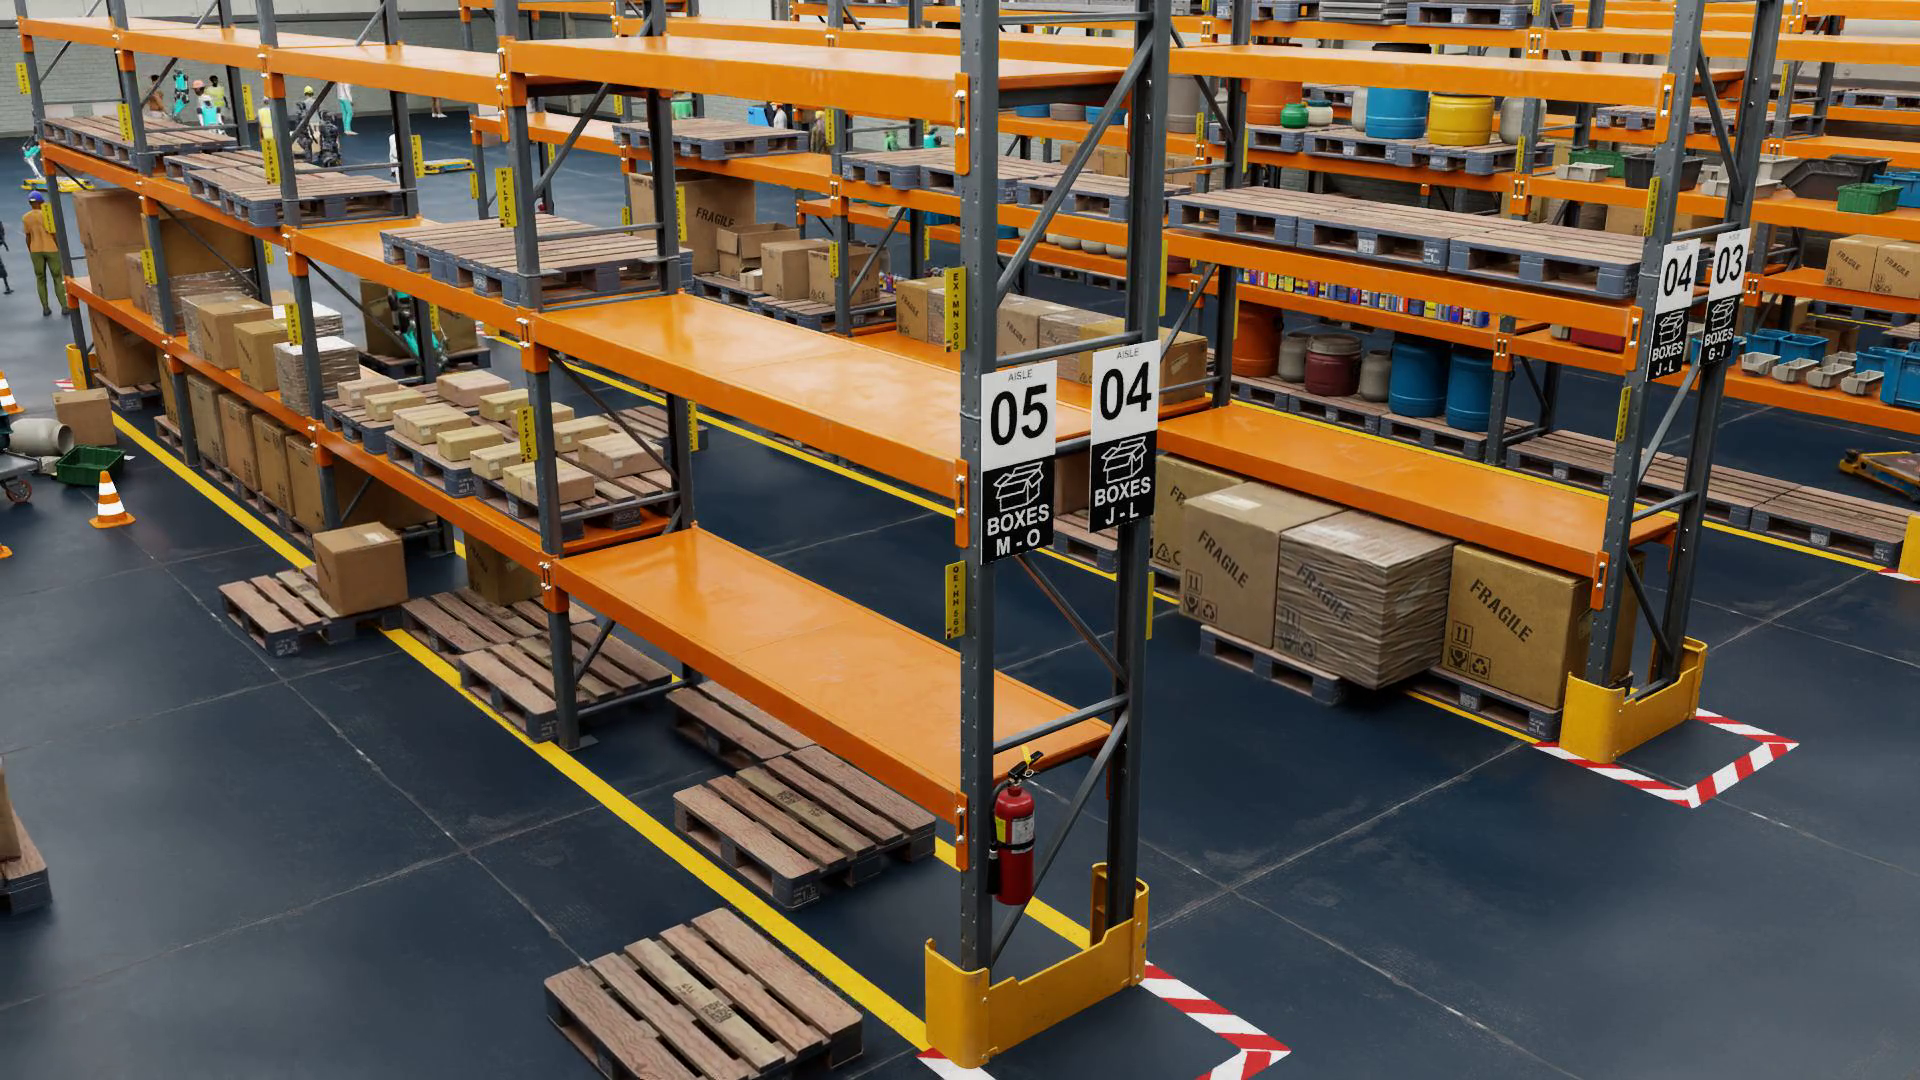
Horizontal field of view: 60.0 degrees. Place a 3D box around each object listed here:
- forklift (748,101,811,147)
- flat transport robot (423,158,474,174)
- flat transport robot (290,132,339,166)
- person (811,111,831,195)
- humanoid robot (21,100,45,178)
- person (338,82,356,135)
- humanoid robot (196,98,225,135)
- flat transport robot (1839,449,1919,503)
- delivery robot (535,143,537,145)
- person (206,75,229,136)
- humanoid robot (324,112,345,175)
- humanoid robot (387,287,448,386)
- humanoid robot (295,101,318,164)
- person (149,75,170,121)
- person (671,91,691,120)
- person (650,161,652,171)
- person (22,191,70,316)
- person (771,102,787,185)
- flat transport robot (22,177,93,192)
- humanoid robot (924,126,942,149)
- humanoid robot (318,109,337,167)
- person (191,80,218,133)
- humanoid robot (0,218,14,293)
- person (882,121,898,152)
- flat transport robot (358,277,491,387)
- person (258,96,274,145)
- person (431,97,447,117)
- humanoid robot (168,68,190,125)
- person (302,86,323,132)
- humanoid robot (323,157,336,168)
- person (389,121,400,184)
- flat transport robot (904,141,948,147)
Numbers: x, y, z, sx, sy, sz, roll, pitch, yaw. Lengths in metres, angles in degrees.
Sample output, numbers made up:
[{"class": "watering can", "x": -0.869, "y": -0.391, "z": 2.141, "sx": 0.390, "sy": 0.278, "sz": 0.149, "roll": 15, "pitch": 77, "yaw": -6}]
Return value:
[{"class": "forklift", "x": -4.526, "y": -11.368, "z": 42.374, "sx": 1.129, "sy": 2.768, "sz": 1.873, "roll": -15, "pitch": 24, "yaw": -37}, {"class": "flat transport robot", "x": -11.963, "y": -8.701, "z": 38.700, "sx": 0.659, "sy": 0.231, "sz": 1.431, "roll": 15, "pitch": 24, "yaw": 37}, {"class": "flat transport robot", "x": -15.405, "y": -8.892, "z": 39.242, "sx": 0.659, "sy": 0.231, "sz": 1.431, "roll": 7, "pitch": 20, "yaw": 18}, {"class": "person", "x": -2.868, "y": -8.072, "z": 34.680, "sx": 0.536, "sy": 1.748, "sz": 0.438, "roll": -8, "pitch": 21, "yaw": -22}, {"class": "humanoid robot", "x": -20.597, "y": -8.833, "z": 36.927, "sx": 0.820, "sy": 1.809, "sz": 0.553, "roll": -3, "pitch": 20, "yaw": -8}, {"class": "person", "x": -17.170, "y": -12.283, "z": 46.476, "sx": 0.409, "sy": 1.884, "sz": 0.613, "roll": -17, "pitch": 26, "yaw": -40}, {"class": "humanoid robot", "x": -16.658, "y": -8.984, "z": 37.318, "sx": 0.845, "sy": 1.780, "sz": 0.531, "roll": 18, "pitch": 26, "yaw": 41}, {"class": "flat transport robot", "x": 8.994, "y": -0.569, "z": 15.555, "sx": 0.659, "sy": 0.231, "sz": 1.431, "roll": -3, "pitch": 20, "yaw": -9}, {"class": "delivery robot", "x": -11.525, "y": -10.790, "z": 44.219, "sx": 0.499, "sy": 0.598, "sz": 0.802, "roll": -12, "pitch": 23, "yaw": -31}, {"class": "person", "x": -20.612, "y": -12.038, "z": 46.078, "sx": 0.733, "sy": 1.666, "sz": 0.532, "roll": 10, "pitch": 22, "yaw": 27}, {"class": "humanoid robot", "x": -13.242, "y": -8.208, "z": 35.192, "sx": 0.595, "sy": 1.630, "sz": 0.608, "roll": -3, "pitch": 20, "yaw": -8}, {"class": "humanoid robot", "x": -5.996, "y": -2.375, "z": 18.558, "sx": 0.681, "sy": 1.842, "sz": 0.540, "roll": 14, "pitch": 24, "yaw": 35}, {"class": "humanoid robot", "x": -14.834, "y": -9.150, "z": 37.846, "sx": 0.424, "sy": 1.657, "sz": 0.595, "roll": 3, "pitch": 20, "yaw": 8}, {"class": "person", "x": -21.121, "y": -11.389, "z": 44.029, "sx": 0.946, "sy": 1.802, "sz": 0.789, "roll": -6, "pitch": 20, "yaw": -17}, {"class": "person", "x": -6.607, "y": -9.844, "z": 39.457, "sx": 0.492, "sy": 1.932, "sz": 1.015, "roll": -6, "pitch": 20, "yaw": -17}, {"class": "person", "x": -5.043, "y": -6.002, "z": 28.482, "sx": 0.383, "sy": 1.957, "sz": 0.601, "roll": 8, "pitch": 21, "yaw": 22}, {"class": "person", "x": -12.669, "y": -3.974, "z": 23.067, "sx": 0.437, "sy": 1.713, "sz": 0.364, "roll": -2, "pitch": 19, "yaw": -6}, {"class": "person", "x": -3.917, "y": -8.686, "z": 36.225, "sx": 0.381, "sy": 1.890, "sz": 0.563, "roll": -3, "pitch": 20, "yaw": -8}, {"class": "flat transport robot", "x": -19.307, "y": -7.599, "z": 35.563, "sx": 1.431, "sy": 0.231, "sz": 0.659, "roll": 10, "pitch": 22, "yaw": 26}, {"class": "humanoid robot", "x": -0.390, "y": -7.059, "z": 31.850, "sx": 1.041, "sy": 1.740, "sz": 0.552, "roll": -17, "pitch": 26, "yaw": -40}, {"class": "humanoid robot", "x": -13.587, "y": -8.429, "z": 35.779, "sx": 0.599, "sy": 1.657, "sz": 0.315, "roll": 18, "pitch": 26, "yaw": 42}, {"class": "person", "x": -17.787, "y": -9.866, "z": 39.437, "sx": 0.731, "sy": 2.001, "sz": 0.623, "roll": -5, "pitch": 20, "yaw": -14}, {"class": "humanoid robot", "x": -14.323, "y": -4.411, "z": 24.373, "sx": 0.611, "sy": 1.635, "sz": 0.395, "roll": -9, "pitch": 21, "yaw": -25}, {"class": "person", "x": -1.258, "y": -7.418, "z": 32.857, "sx": 0.564, "sy": 1.709, "sz": 0.502, "roll": -3, "pitch": 20, "yaw": -8}, {"class": "flat transport robot", "x": -6.233, "y": -1.922, "z": 19.408, "sx": 0.659, "sy": 0.231, "sz": 1.431, "roll": -15, "pitch": 24, "yaw": -37}, {"class": "person", "x": -15.275, "y": -8.925, "z": 36.936, "sx": 0.532, "sy": 1.871, "sz": 0.682, "roll": -6, "pitch": 20, "yaw": -16}, {"class": "person", "x": -16.272, "y": -14.057, "z": 51.522, "sx": 0.511, "sy": 1.874, "sz": 0.379, "roll": 13, "pitch": 23, "yaw": 33}, {"class": "humanoid robot", "x": -22.090, "y": -12.428, "z": 46.890, "sx": 0.533, "sy": 1.677, "sz": 0.735, "roll": 10, "pitch": 22, "yaw": 26}, {"class": "person", "x": -15.819, "y": -10.176, "z": 40.638, "sx": 0.525, "sy": 1.767, "sz": 0.329, "roll": -15, "pitch": 24, "yaw": -37}, {"class": "humanoid robot", "x": -10.246, "y": -5.494, "z": 27.446, "sx": 0.610, "sy": 1.640, "sz": 0.426, "roll": 10, "pitch": 21, "yaw": 25}, {"class": "person", "x": -10.503, "y": -6.995, "z": 31.409, "sx": 0.582, "sy": 1.882, "sz": 0.338, "roll": 8, "pitch": 21, "yaw": 21}, {"class": "flat transport robot", "x": -0.750, "y": -7.691, "z": 35.824, "sx": 0.659, "sy": 0.231, "sz": 1.431, "roll": -8, "pitch": 21, "yaw": -21}]
